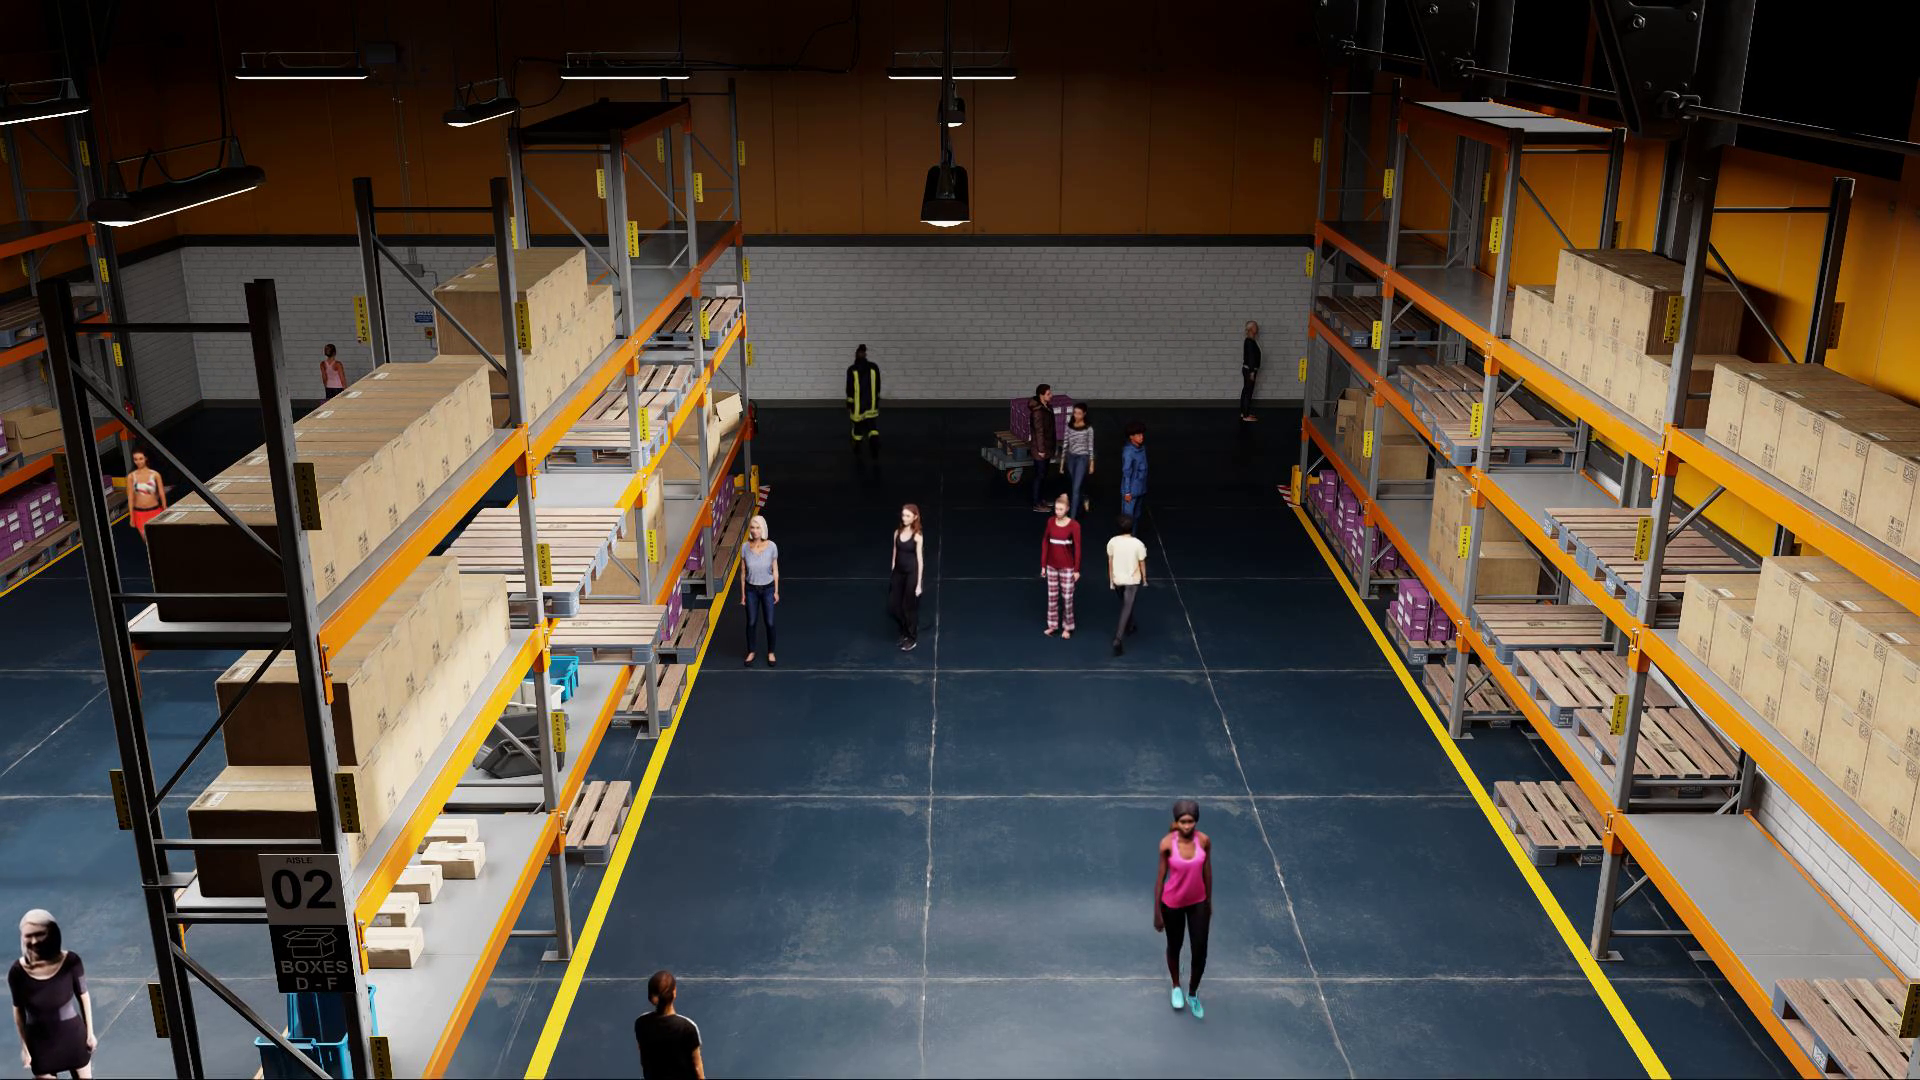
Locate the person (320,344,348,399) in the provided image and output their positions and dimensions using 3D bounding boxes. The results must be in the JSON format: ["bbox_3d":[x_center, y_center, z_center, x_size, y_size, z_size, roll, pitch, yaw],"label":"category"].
[{"bbox_3d":[-10.277,-2.431,27.364,0.599,1.641,0.592,3,19,10],"label":"person"}]

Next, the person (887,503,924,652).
[{"bbox_3d":[-0.539,0.390,18.836,0.739,1.738,0.772,11,22,30],"label":"person"}]

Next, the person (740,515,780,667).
[{"bbox_3d":[-2.208,0.551,18.382,0.577,1.722,0.506,0,19,1],"label":"person"}]

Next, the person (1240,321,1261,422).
[{"bbox_3d":[5.006,-2.946,28.758,0.659,1.727,0.453,1,19,2],"label":"person"}]

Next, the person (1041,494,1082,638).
[{"bbox_3d":[1.168,0.294,19.174,0.687,1.703,0.654,9,20,24],"label":"person"}]

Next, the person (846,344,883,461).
[{"bbox_3d":[-1.497,-2.178,26.305,0.950,1.837,1.170,-7,20,-19],"label":"person"}]

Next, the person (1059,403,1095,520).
[{"bbox_3d":[1.668,-1.041,23.069,0.962,1.746,1.228,10,21,27],"label":"person"}]

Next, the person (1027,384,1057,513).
[{"bbox_3d":[1.171,-1.337,23.792,0.878,1.848,0.702,4,19,13],"label":"person"}]

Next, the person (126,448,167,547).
[{"bbox_3d":[-10.149,-0.306,20.837,0.655,1.780,0.707,-5,19,-15],"label":"person"}]

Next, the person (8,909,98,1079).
[{"bbox_3d":[-5.690,3.153,10.488,0.641,1.829,0.637,-9,21,-25],"label":"person"}]

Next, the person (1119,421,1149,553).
[{"bbox_3d":[2.289,-0.692,21.935,0.823,1.810,0.710,12,22,32],"label":"person"}]

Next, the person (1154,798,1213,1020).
[{"bbox_3d":[1.631,2.632,12.216,0.602,1.714,0.641,-1,19,-2],"label":"person"}]

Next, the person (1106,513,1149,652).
[{"bbox_3d":[1.853,0.521,18.754,0.910,1.541,1.117,10,21,27],"label":"person"}]

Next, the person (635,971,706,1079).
[{"bbox_3d":[-1.767,3.399,10.032,0.708,1.653,0.756,7,20,20],"label":"person"}]
